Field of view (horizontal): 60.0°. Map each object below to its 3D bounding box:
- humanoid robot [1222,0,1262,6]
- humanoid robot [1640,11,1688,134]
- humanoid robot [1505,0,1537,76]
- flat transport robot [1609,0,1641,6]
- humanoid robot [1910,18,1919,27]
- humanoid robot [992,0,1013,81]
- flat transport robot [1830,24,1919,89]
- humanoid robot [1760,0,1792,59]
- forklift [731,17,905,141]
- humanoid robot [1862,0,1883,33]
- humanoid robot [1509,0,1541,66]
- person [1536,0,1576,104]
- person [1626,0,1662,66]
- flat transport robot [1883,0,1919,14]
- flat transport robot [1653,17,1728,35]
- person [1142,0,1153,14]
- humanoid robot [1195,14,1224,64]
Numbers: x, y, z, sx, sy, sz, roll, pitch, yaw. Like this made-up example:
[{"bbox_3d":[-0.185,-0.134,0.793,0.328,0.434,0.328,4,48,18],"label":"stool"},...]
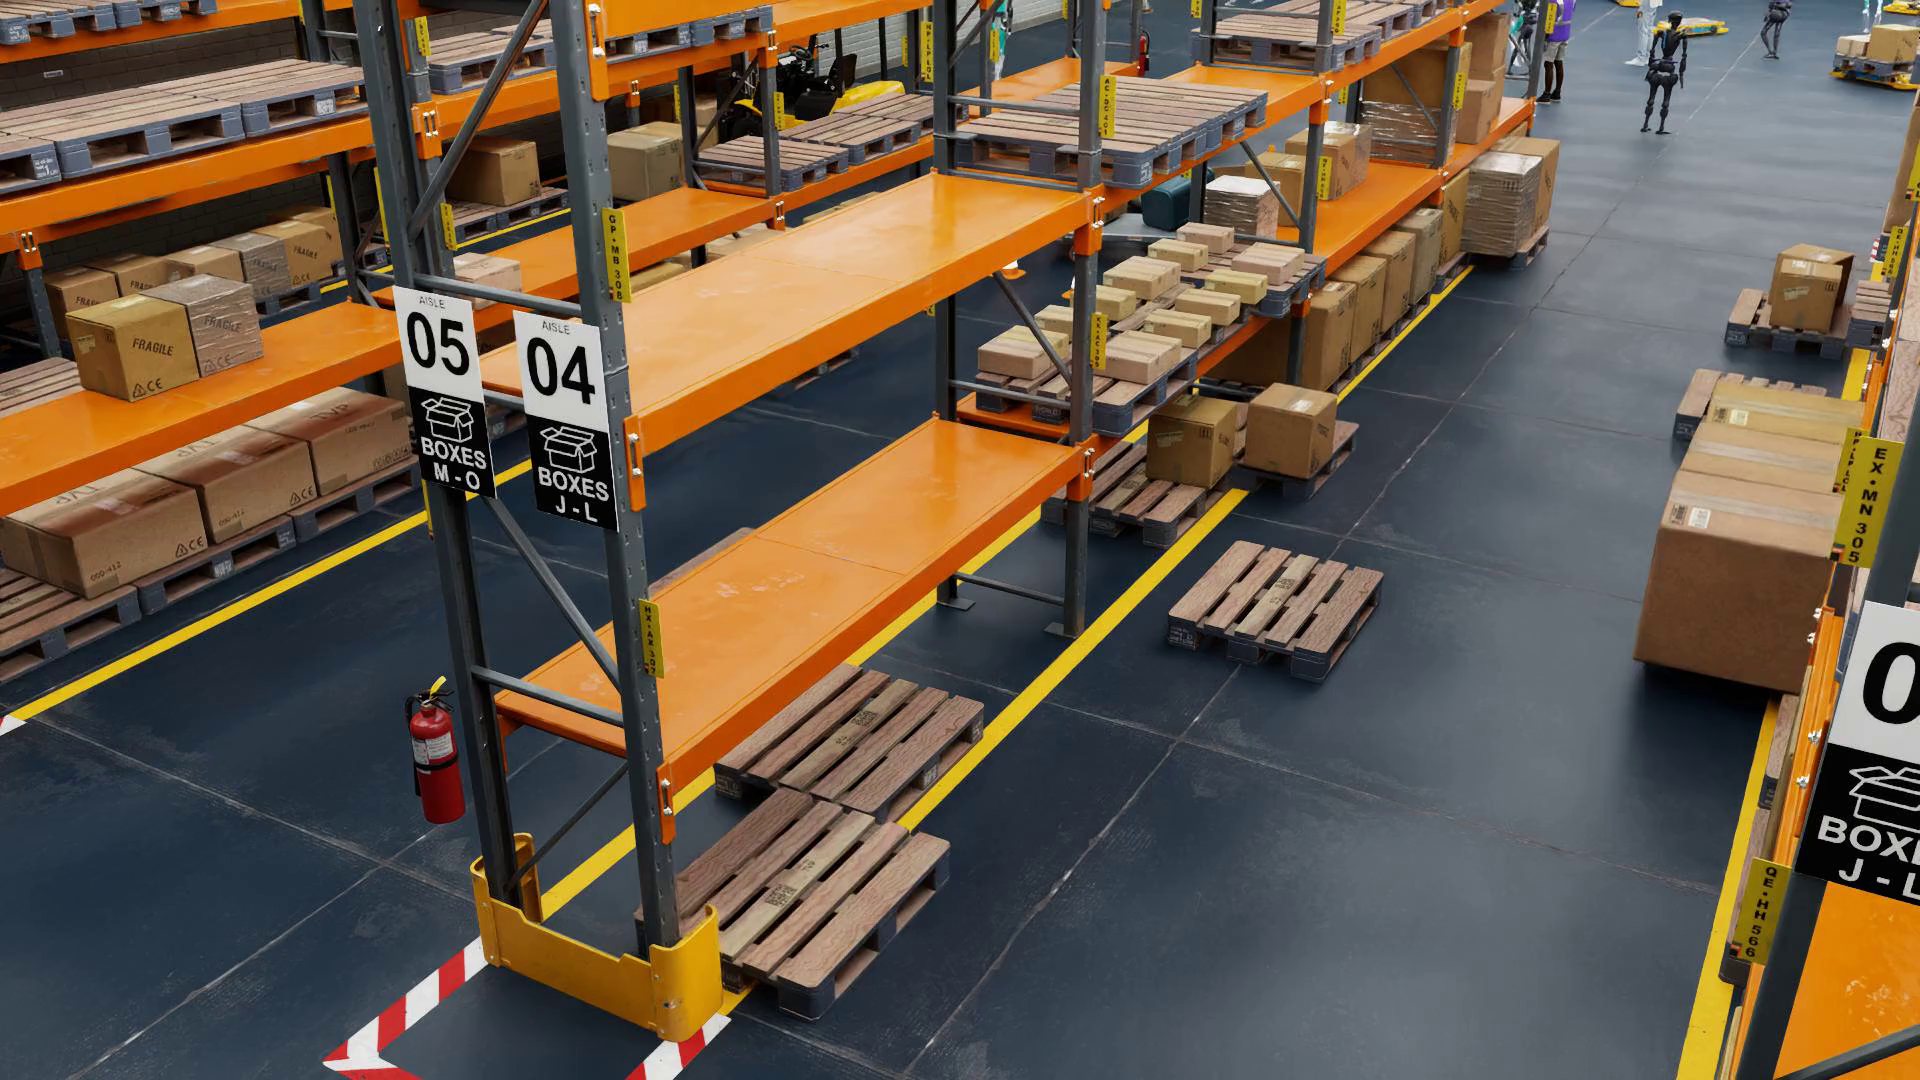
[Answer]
[{"bbox_3d":[5.995,-11.905,34.451,1.031,1.769,0.537,-4,26,-7],"label":"humanoid robot"},{"bbox_3d":[9.898,-6.579,23.372,0.315,1.657,0.599,-17,31,-31],"label":"humanoid robot"},{"bbox_3d":[9.280,-8.484,27.362,0.619,1.636,0.605,7,27,14],"label":"humanoid robot"},{"bbox_3d":[14.189,-11.511,35.261,0.659,0.231,1.431,2,26,3],"label":"flat transport robot"},{"bbox_3d":[16.365,-8.802,27.992,0.539,1.827,0.704,-21,33,-37],"label":"humanoid robot"},{"bbox_3d":[0.639,-8.331,26.976,0.552,1.777,0.914,7,27,14],"label":"humanoid robot"},{"bbox_3d":[15.031,-7.565,27.061,0.659,0.231,1.431,-11,28,-22],"label":"flat transport robot"},{"bbox_3d":[14.194,-9.191,28.819,0.608,1.641,0.338,-18,31,-33],"label":"humanoid robot"},{"bbox_3d":[-1.819,-5.975,21.543,2.313,2.155,1.214,14,29,26],"label":"forklift"},{"bbox_3d":[17.204,-10.310,31.197,0.539,1.886,0.746,8,27,15],"label":"humanoid robot"},{"bbox_3d":[9.612,-8.991,28.334,0.540,1.790,0.736,-2,26,-4],"label":"humanoid robot"},{"bbox_3d":[9.047,-7.636,25.270,0.600,1.957,0.381,-21,33,-36],"label":"person"},{"bbox_3d":[11.707,-9.056,28.262,0.371,1.915,0.596,21,33,37],"label":"person"},{"bbox_3d":[19.703,-10.982,34.162,1.431,0.231,0.659,-14,29,-27],"label":"flat transport robot"},{"bbox_3d":[13.805,-9.706,31.510,1.431,0.231,0.659,-13,28,-24],"label":"flat transport robot"},{"bbox_3d":[3.755,-11.569,33.477,0.631,1.922,0.566,18,31,33],"label":"person"},{"bbox_3d":[3.499,-6.464,23.158,0.583,1.645,0.357,15,30,28],"label":"humanoid robot"}]
